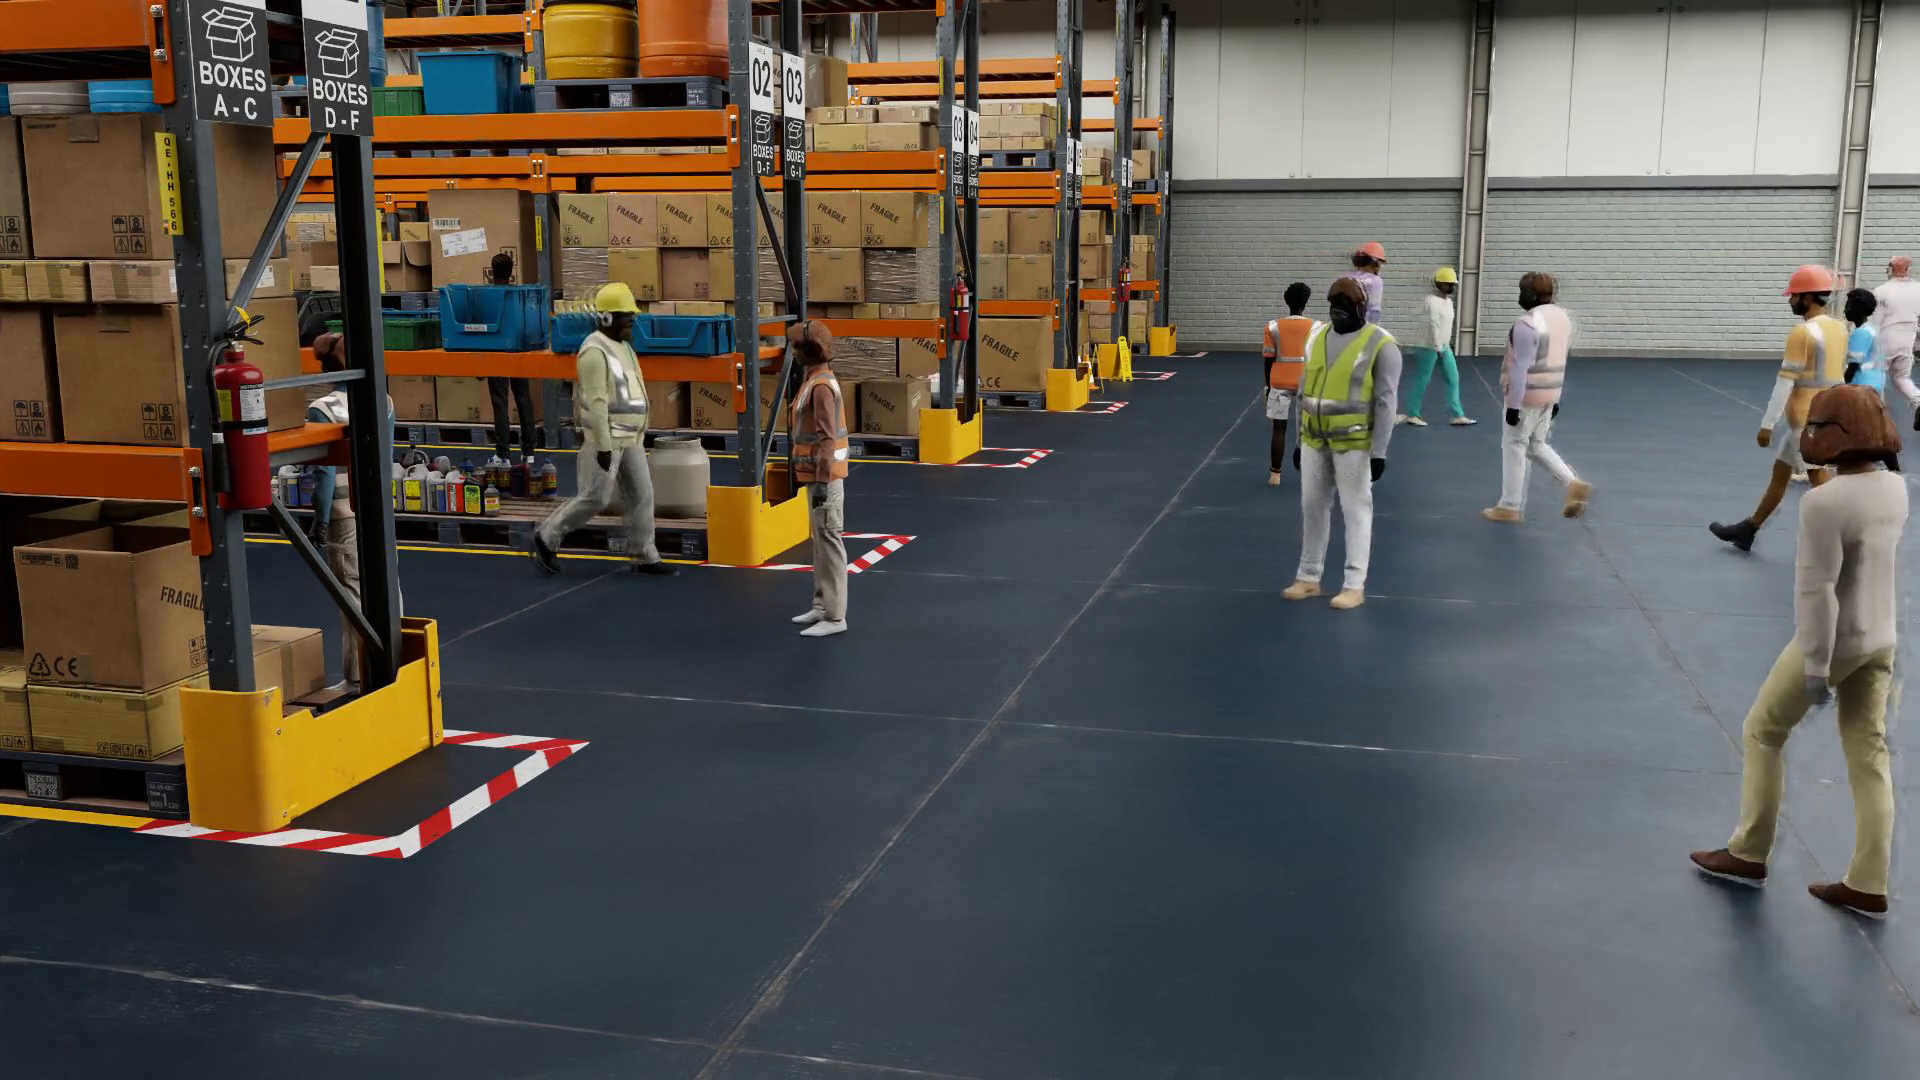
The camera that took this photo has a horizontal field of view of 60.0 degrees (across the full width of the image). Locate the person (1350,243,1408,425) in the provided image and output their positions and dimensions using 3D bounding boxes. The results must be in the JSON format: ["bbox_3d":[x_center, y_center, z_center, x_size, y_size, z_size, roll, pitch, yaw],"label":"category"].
[{"bbox_3d":[4.501,-2.214,18.121,0.957,1.995,0.632,-4,11,-22],"label":"person"}]

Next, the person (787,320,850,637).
[{"bbox_3d":[-0.726,-0.318,8.613,0.315,1.638,0.515,-2,10,-10],"label":"person"}]

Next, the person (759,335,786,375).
[{"bbox_3d":[-2.119,-2.392,19.371,1.006,1.915,0.612,3,11,15],"label":"person"}]

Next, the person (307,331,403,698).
[{"bbox_3d":[-2.709,-0.111,7.455,0.309,1.643,0.513,3,11,18],"label":"person"}]

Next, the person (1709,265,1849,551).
[{"bbox_3d":[5.334,-0.797,10.595,0.569,1.879,1.010,-9,13,-40],"label":"person"}]

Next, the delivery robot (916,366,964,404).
[{"bbox_3d":[-0.191,-1.808,19.614,0.707,0.478,0.477,3,11,14],"label":"delivery robot"}]

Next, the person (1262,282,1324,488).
[{"bbox_3d":[2.759,-1.268,13.720,0.539,1.696,0.317,3,11,15],"label":"person"}]

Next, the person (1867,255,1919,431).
[{"bbox_3d":[9.932,-2.060,17.610,0.648,1.885,0.740,-1,10,-8],"label":"person"}]

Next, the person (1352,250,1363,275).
[{"bbox_3d":[6.362,-3.671,26.515,0.355,1.885,0.575,3,11,14],"label":"person"}]

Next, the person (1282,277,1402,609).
[{"bbox_3d":[2.129,-0.543,9.311,0.429,1.842,0.633,-9,14,-42],"label":"person"}]

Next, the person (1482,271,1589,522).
[{"bbox_3d":[4.151,-1.011,11.936,0.640,1.824,0.670,-9,14,-41],"label":"person"}]

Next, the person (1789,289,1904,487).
[{"bbox_3d":[7.305,-1.207,13.509,0.863,1.651,0.539,4,11,23],"label":"person"}]

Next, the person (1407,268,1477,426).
[{"bbox_3d":[5.296,-2.085,18.150,0.541,1.735,0.842,-10,14,-43],"label":"person"}]

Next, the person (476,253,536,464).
[{"bbox_3d":[-4.123,-1.641,15.167,0.598,1.917,0.375,-8,13,-38],"label":"person"}]

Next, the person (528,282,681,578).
[{"bbox_3d":[-2.163,-0.642,9.993,0.839,1.799,0.603,2,10,11],"label":"person"}]

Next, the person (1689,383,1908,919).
[{"bbox_3d":[2.634,0.324,5.148,0.508,1.609,0.695,-5,11,-26],"label":"person"}]
